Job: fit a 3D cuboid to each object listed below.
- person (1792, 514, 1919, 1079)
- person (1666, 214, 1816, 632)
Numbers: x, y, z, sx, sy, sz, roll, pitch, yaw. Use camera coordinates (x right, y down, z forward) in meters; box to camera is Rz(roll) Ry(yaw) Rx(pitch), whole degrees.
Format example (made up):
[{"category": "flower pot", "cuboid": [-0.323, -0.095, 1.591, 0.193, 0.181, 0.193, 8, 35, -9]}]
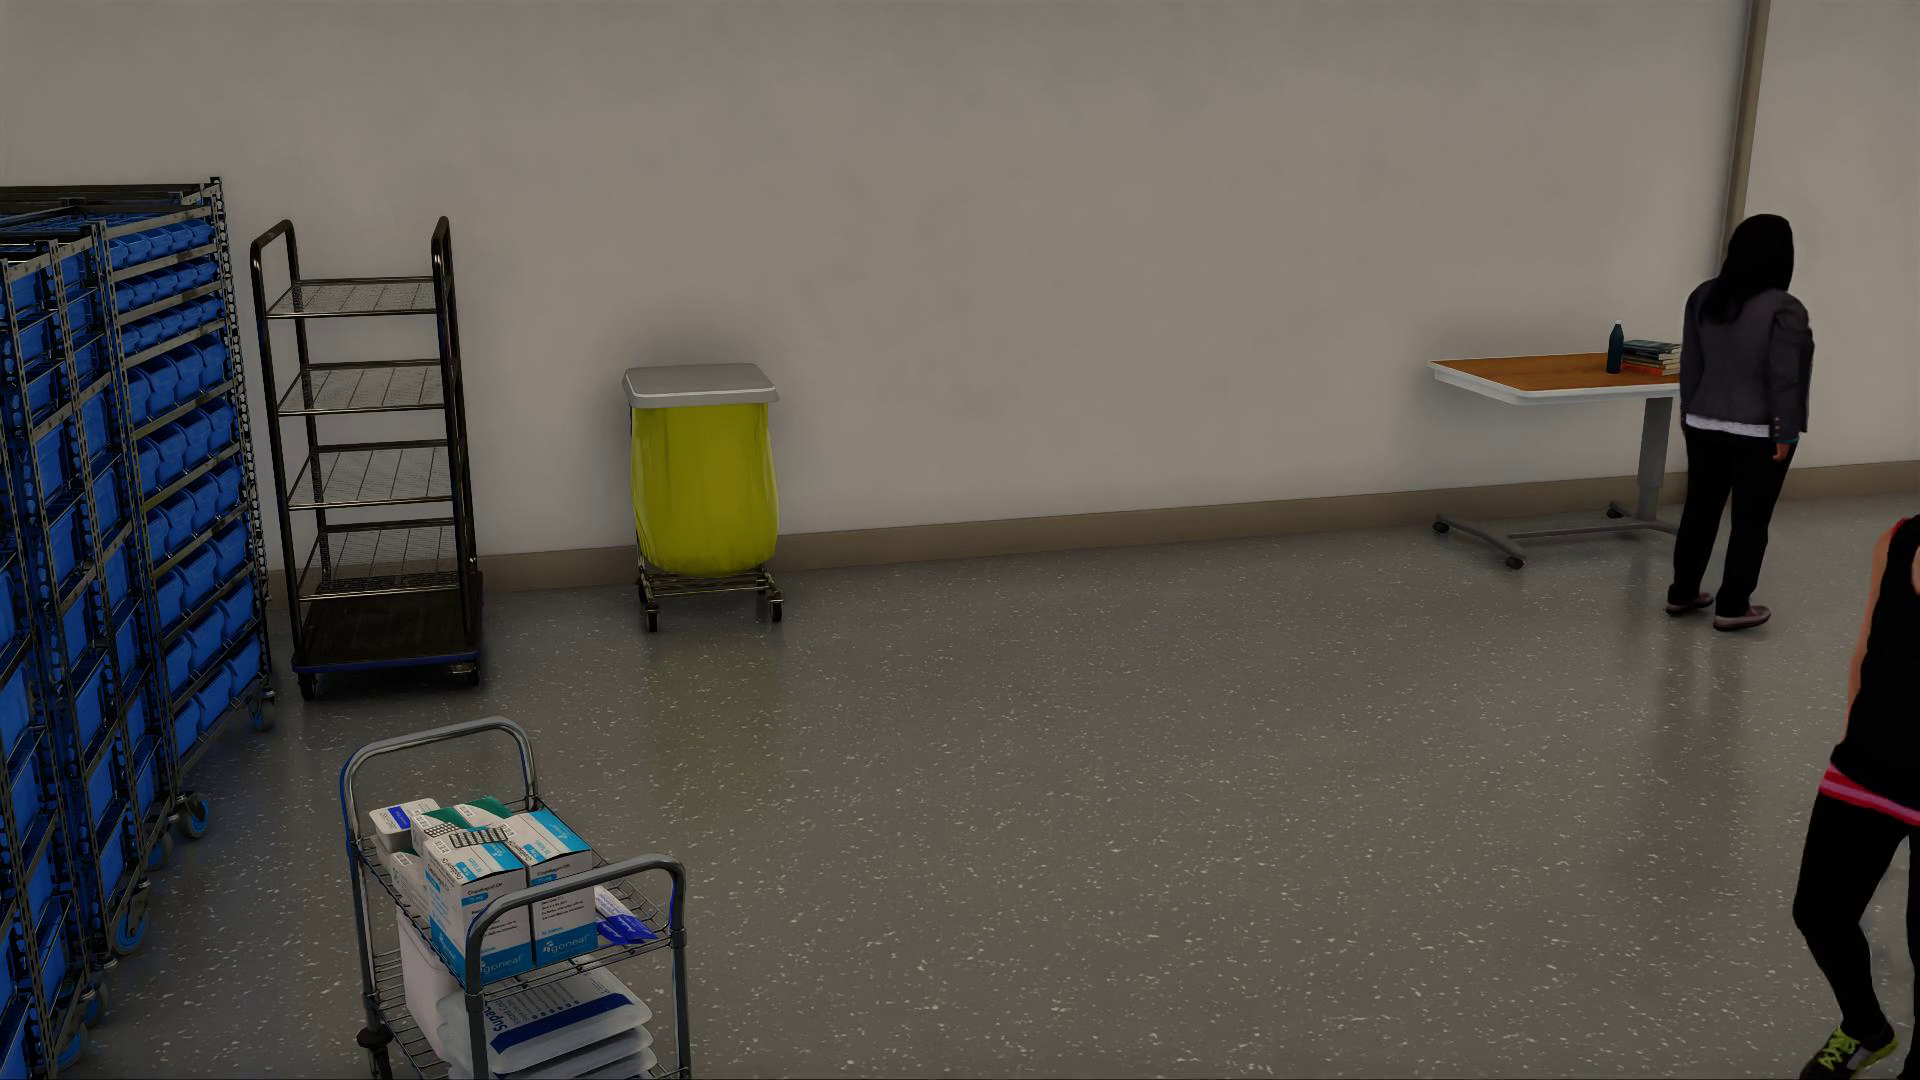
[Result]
[{"category": "person", "cuboid": [1.965, 0.459, 3.304, 0.647, 1.540, 0.630, -11, 19, -33]}, {"category": "person", "cuboid": [2.999, -0.444, 6.408, 0.726, 1.595, 0.726, -8, 18, -26]}]
